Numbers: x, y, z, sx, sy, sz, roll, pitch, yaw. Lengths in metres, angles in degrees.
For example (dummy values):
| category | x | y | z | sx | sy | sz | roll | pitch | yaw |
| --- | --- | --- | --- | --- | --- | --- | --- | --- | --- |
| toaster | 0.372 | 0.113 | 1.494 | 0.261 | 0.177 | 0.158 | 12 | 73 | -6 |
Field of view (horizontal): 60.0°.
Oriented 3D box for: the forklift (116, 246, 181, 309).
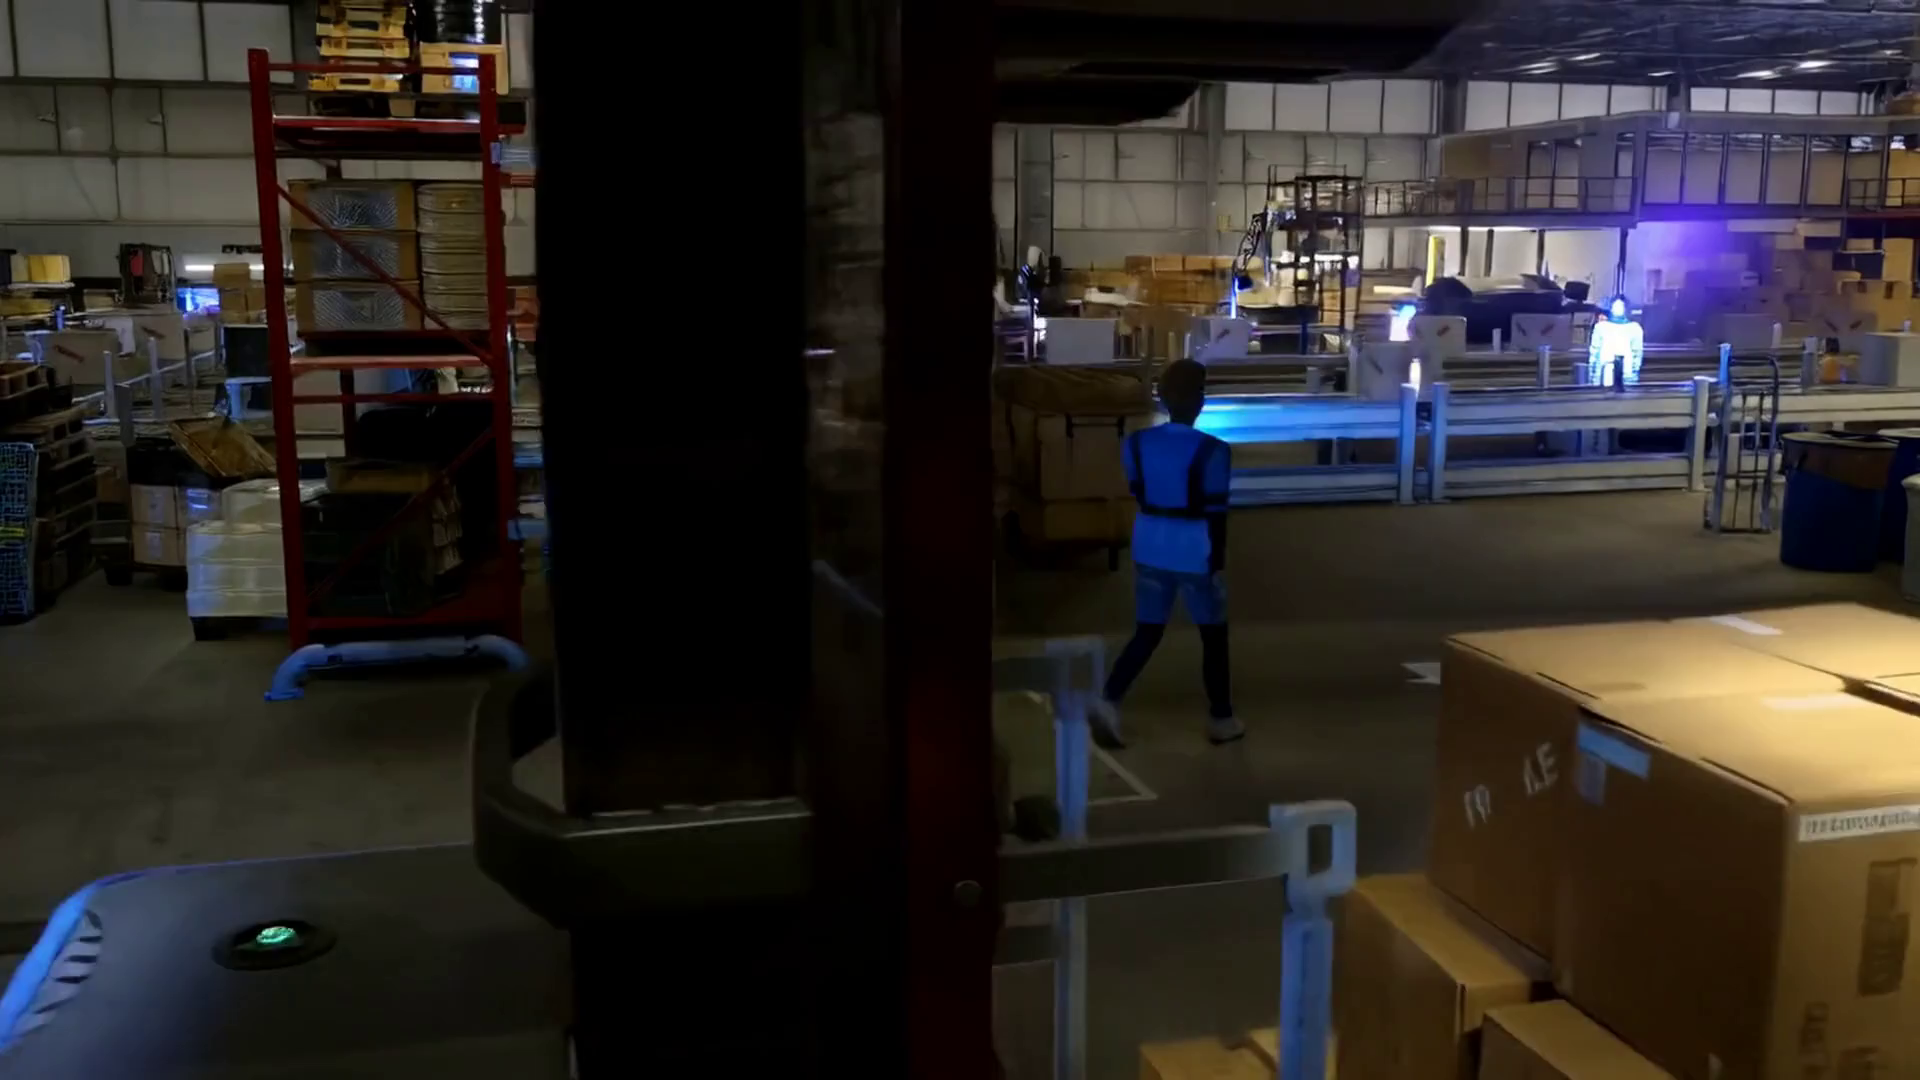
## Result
| category | x | y | z | sx | sy | sz | roll | pitch | yaw |
| --- | --- | --- | --- | --- | --- | --- | --- | --- | --- |
| forklift | -19.966 | -6.232 | 40.894 | 1.157 | 1.987 | 2.680 | -3 | 10 | -15 |

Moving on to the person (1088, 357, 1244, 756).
| category | x | y | z | sx | sy | sz | roll | pitch | yaw |
| --- | --- | --- | --- | --- | --- | --- | --- | --- | --- |
| person | 0.881 | 0.072 | 6.964 | 0.525 | 1.668 | 0.753 | 7 | 12 | 36 |

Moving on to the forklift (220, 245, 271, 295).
| category | x | y | z | sx | sy | sz | roll | pitch | yaw |
| --- | --- | --- | --- | --- | --- | --- | --- | --- | --- |
| forklift | -17.749 | -6.334 | 41.440 | 1.157 | 1.987 | 2.680 | -3 | 10 | -17 |

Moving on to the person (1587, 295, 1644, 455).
| category | x | y | z | sx | sy | sz | roll | pitch | yaw |
| --- | --- | --- | --- | --- | --- | --- | --- | --- | --- |
| person | 6.638 | -1.658 | 16.875 | 0.498 | 1.632 | 0.289 | 5 | 11 | 28 |

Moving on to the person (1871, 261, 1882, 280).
| category | x | y | z | sx | sy | sz | roll | pitch | yaw |
| --- | --- | --- | --- | --- | --- | --- | --- | --- | --- |
| person | 23.178 | -6.182 | 42.111 | 0.331 | 1.768 | 0.526 | 7 | 12 | 35 |
